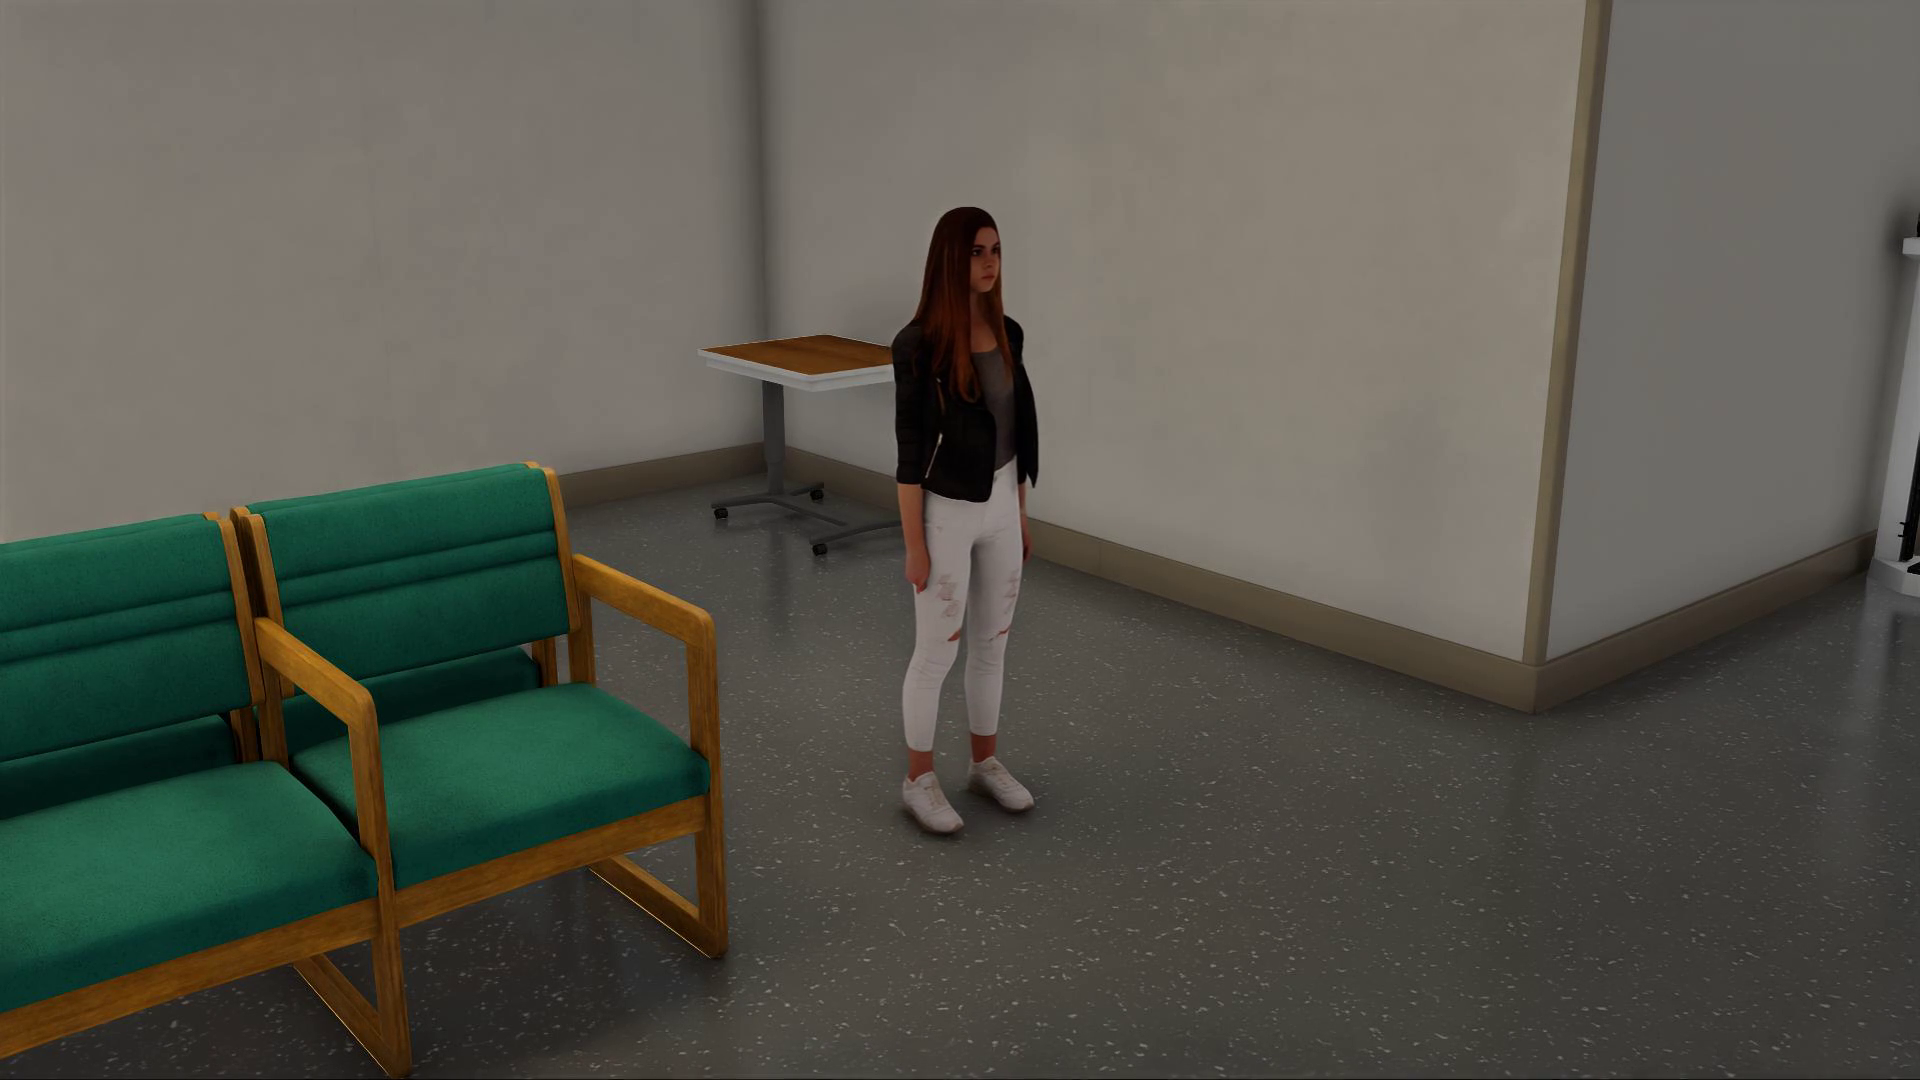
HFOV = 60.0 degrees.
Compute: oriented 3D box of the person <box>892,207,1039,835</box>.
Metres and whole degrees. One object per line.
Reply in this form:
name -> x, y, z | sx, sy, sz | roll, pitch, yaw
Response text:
person -> 0.009, -0.052, 4.544 | 0.577, 1.699, 0.507 | -13, 20, -39
